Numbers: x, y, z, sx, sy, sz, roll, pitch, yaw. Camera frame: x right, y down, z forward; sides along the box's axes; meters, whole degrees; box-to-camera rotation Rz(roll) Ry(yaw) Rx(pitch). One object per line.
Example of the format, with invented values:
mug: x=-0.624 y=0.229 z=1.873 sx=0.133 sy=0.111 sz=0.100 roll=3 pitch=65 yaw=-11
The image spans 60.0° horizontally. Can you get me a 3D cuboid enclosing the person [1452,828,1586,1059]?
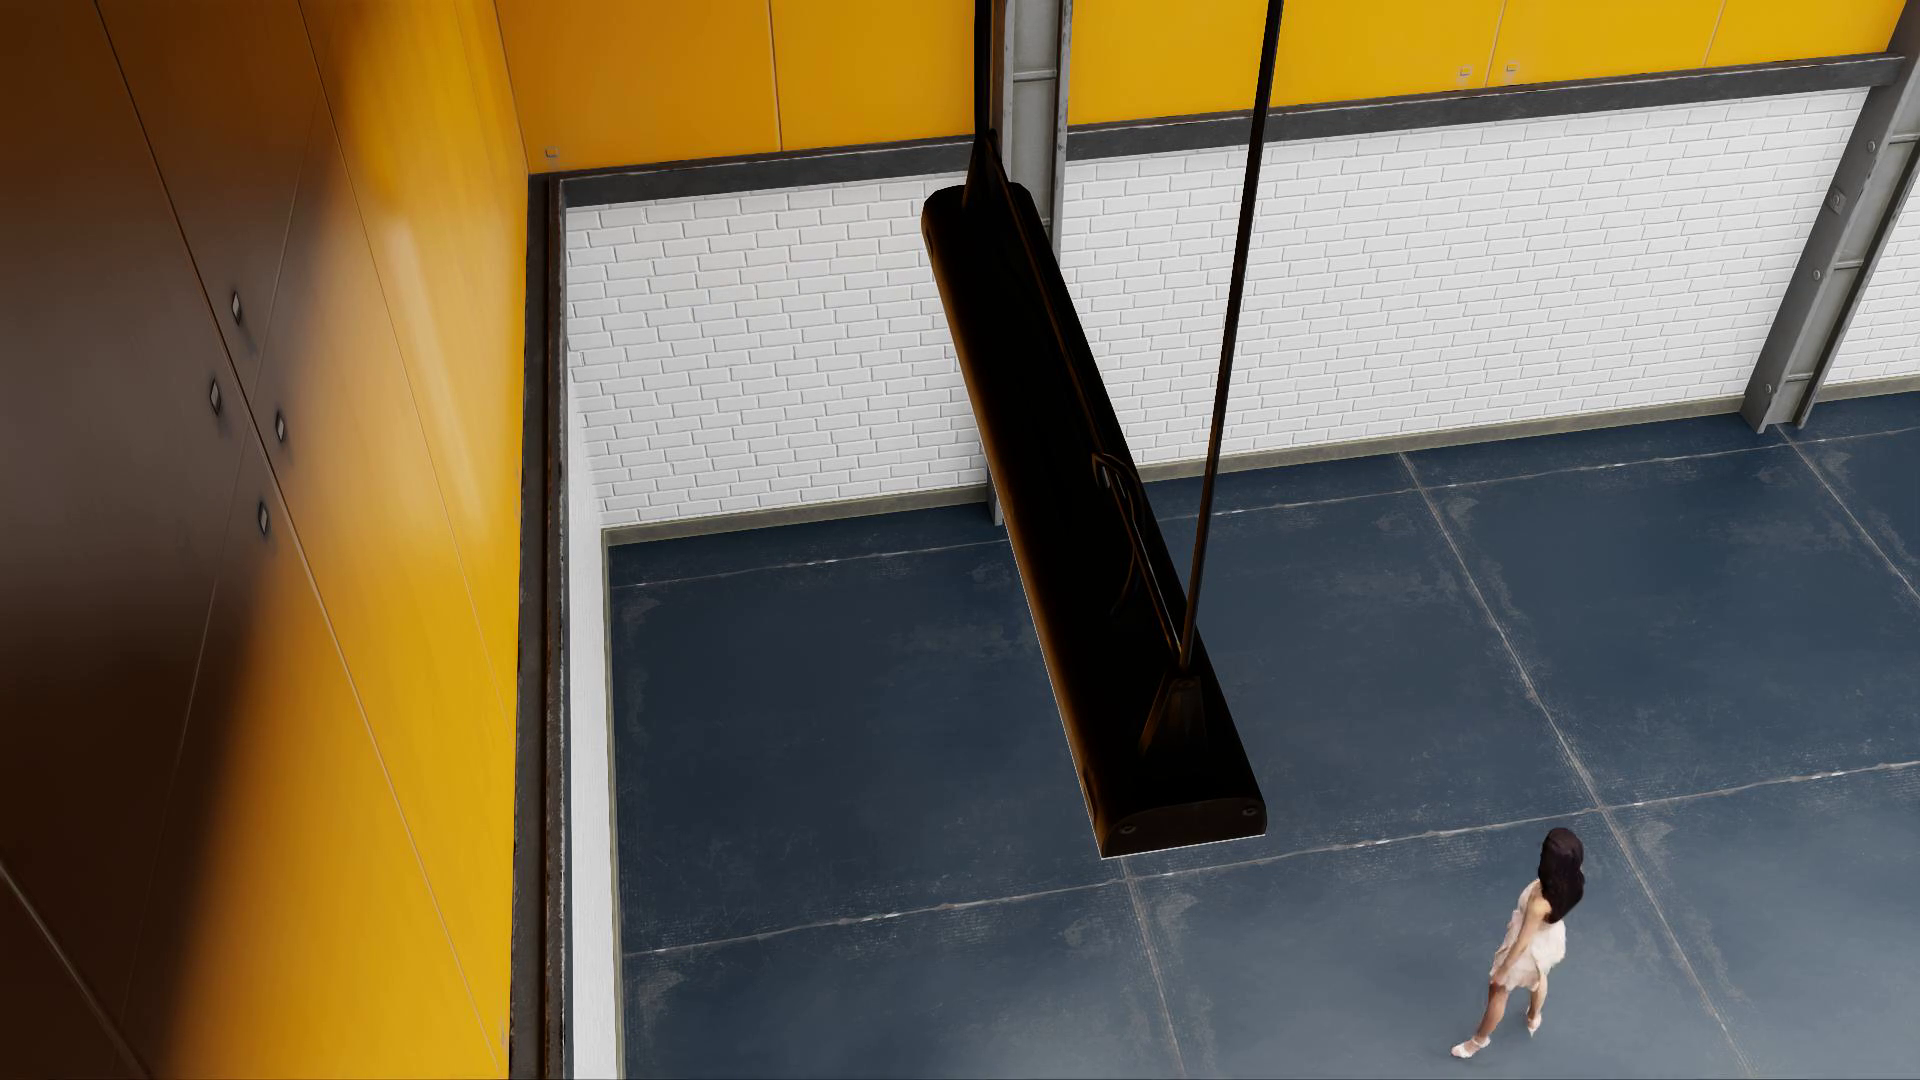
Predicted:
person: x=2.909 y=2.125 z=8.501 sx=0.857 sy=1.720 sz=0.691 roll=31 pitch=51 yaw=28
